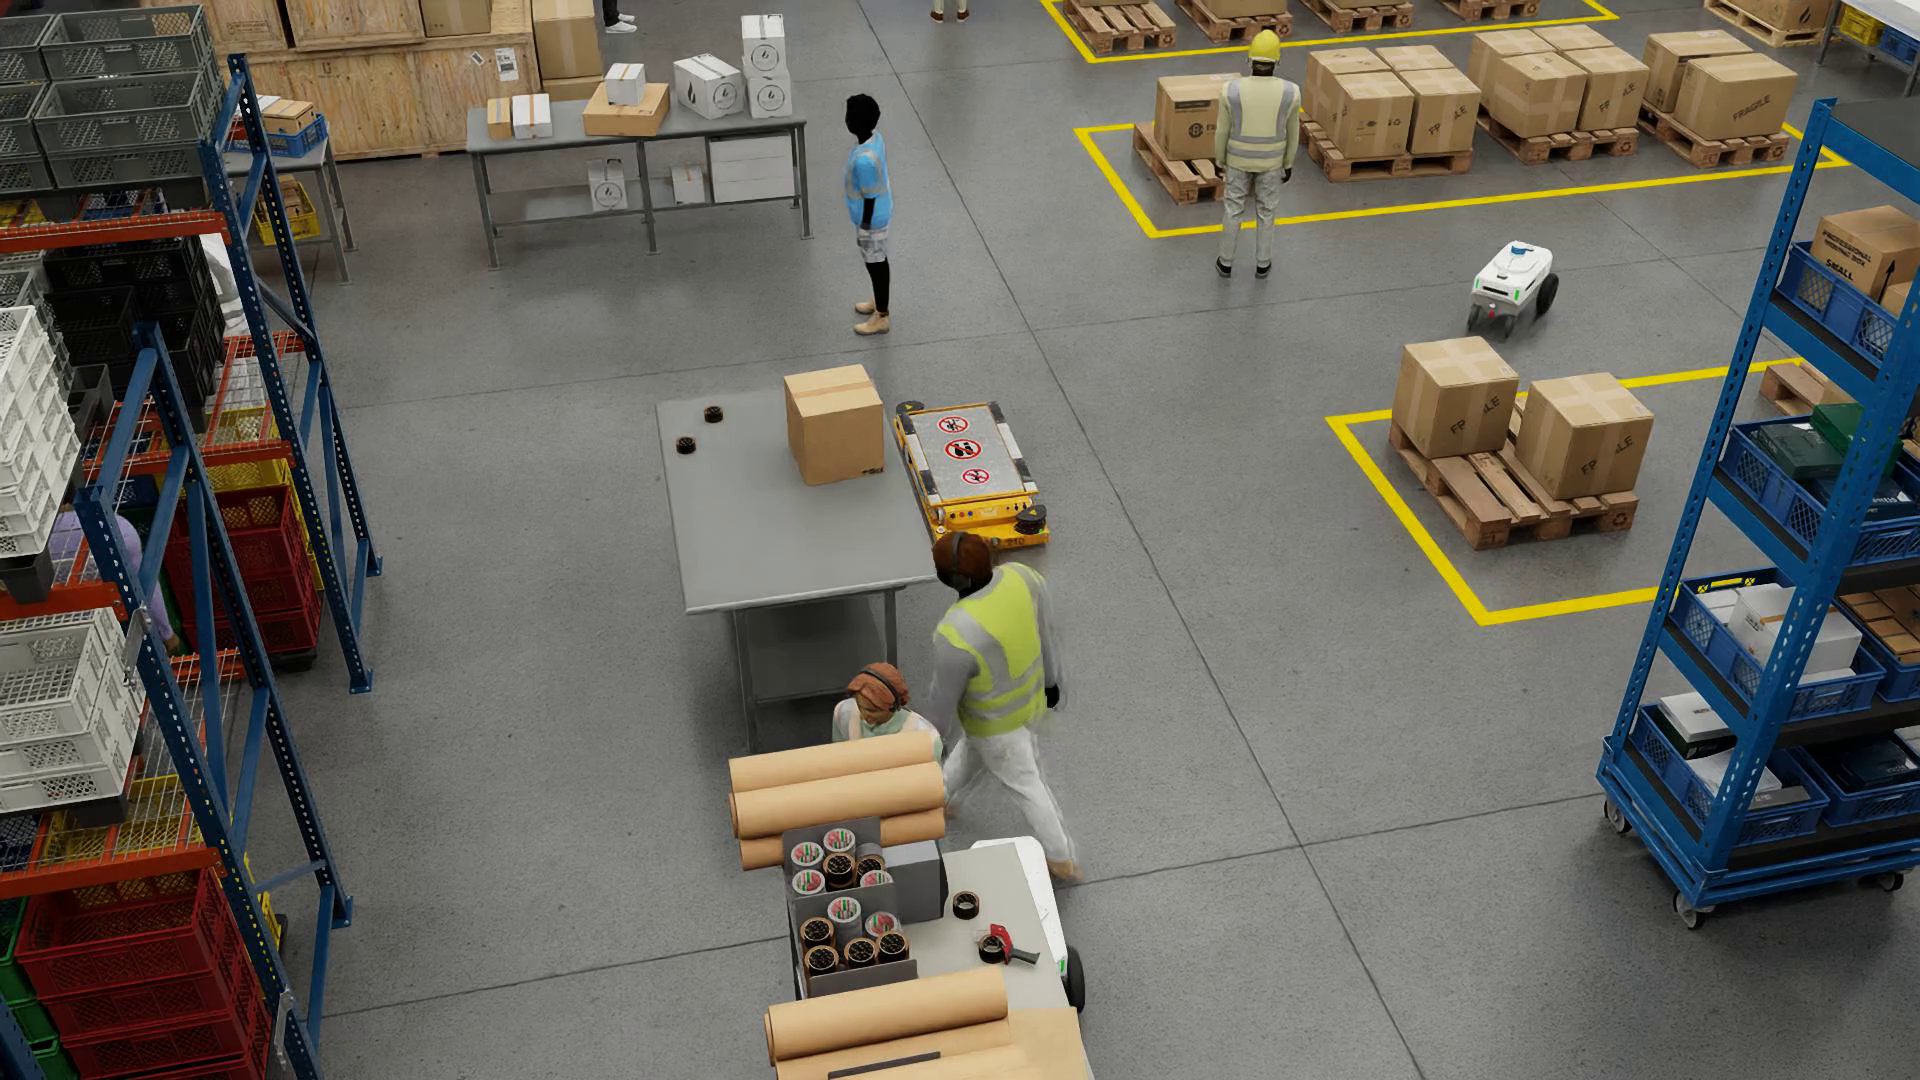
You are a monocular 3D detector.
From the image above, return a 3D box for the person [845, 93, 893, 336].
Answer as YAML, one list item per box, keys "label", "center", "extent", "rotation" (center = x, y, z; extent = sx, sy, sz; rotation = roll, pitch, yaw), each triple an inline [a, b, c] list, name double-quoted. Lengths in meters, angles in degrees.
- label: "person"
  center: [-0.618, -2.208, 11.310]
  extent: [0.321, 1.696, 0.536]
  rotation: [1, 37, 2]

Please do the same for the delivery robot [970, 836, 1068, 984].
- label: "delivery robot"
  center: [0.236, 1.591, 7.081]
  extent: [0.477, 0.478, 0.707]
  rotation: [-5, 37, -6]

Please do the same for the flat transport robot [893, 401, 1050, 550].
- label: "flat transport robot"
  center: [0.046, -0.430, 10.108]
  extent: [0.652, 0.197, 1.431]
  rotation: [-8, 37, -10]

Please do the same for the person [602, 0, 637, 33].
- label: "person"
  center: [-3.418, -5.895, 16.094]
  extent: [0.389, 1.911, 0.591]
  rotation: [-9, 38, -12]

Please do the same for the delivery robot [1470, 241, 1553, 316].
- label: "delivery robot"
  center: [3.892, -1.859, 11.714]
  extent: [0.477, 0.478, 0.707]
  rotation: [23, 42, 27]

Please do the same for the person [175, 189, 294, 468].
- label: "person"
  center: [-4.356, -1.303, 9.942]
  extent: [0.351, 1.882, 0.582]
  rotation: [-2, 37, -2]

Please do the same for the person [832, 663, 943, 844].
- label: "person"
  center: [-0.292, 1.137, 6.870]
  extent: [0.519, 1.630, 0.325]
  rotation: [18, 40, 22]

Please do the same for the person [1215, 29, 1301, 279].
- label: "person"
  center: [2.110, -2.742, 11.917]
  extent: [0.588, 1.833, 0.404]
  rotation: [4, 37, 5]

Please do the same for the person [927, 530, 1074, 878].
- label: "person"
  center: [0.107, 0.707, 7.335]
  extent: [1.008, 1.766, 0.635]
  rotation: [19, 41, 23]

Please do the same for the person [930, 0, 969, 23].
- label: "person"
  center: [-0.116, -6.033, 16.308]
  extent: [0.512, 1.873, 0.328]
  rotation: [-3, 37, -4]

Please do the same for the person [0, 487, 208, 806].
- label: "person"
  center: [-3.901, 0.433, 7.569]
  extent: [0.633, 1.933, 0.359]
  rotation: [-3, 37, -4]
